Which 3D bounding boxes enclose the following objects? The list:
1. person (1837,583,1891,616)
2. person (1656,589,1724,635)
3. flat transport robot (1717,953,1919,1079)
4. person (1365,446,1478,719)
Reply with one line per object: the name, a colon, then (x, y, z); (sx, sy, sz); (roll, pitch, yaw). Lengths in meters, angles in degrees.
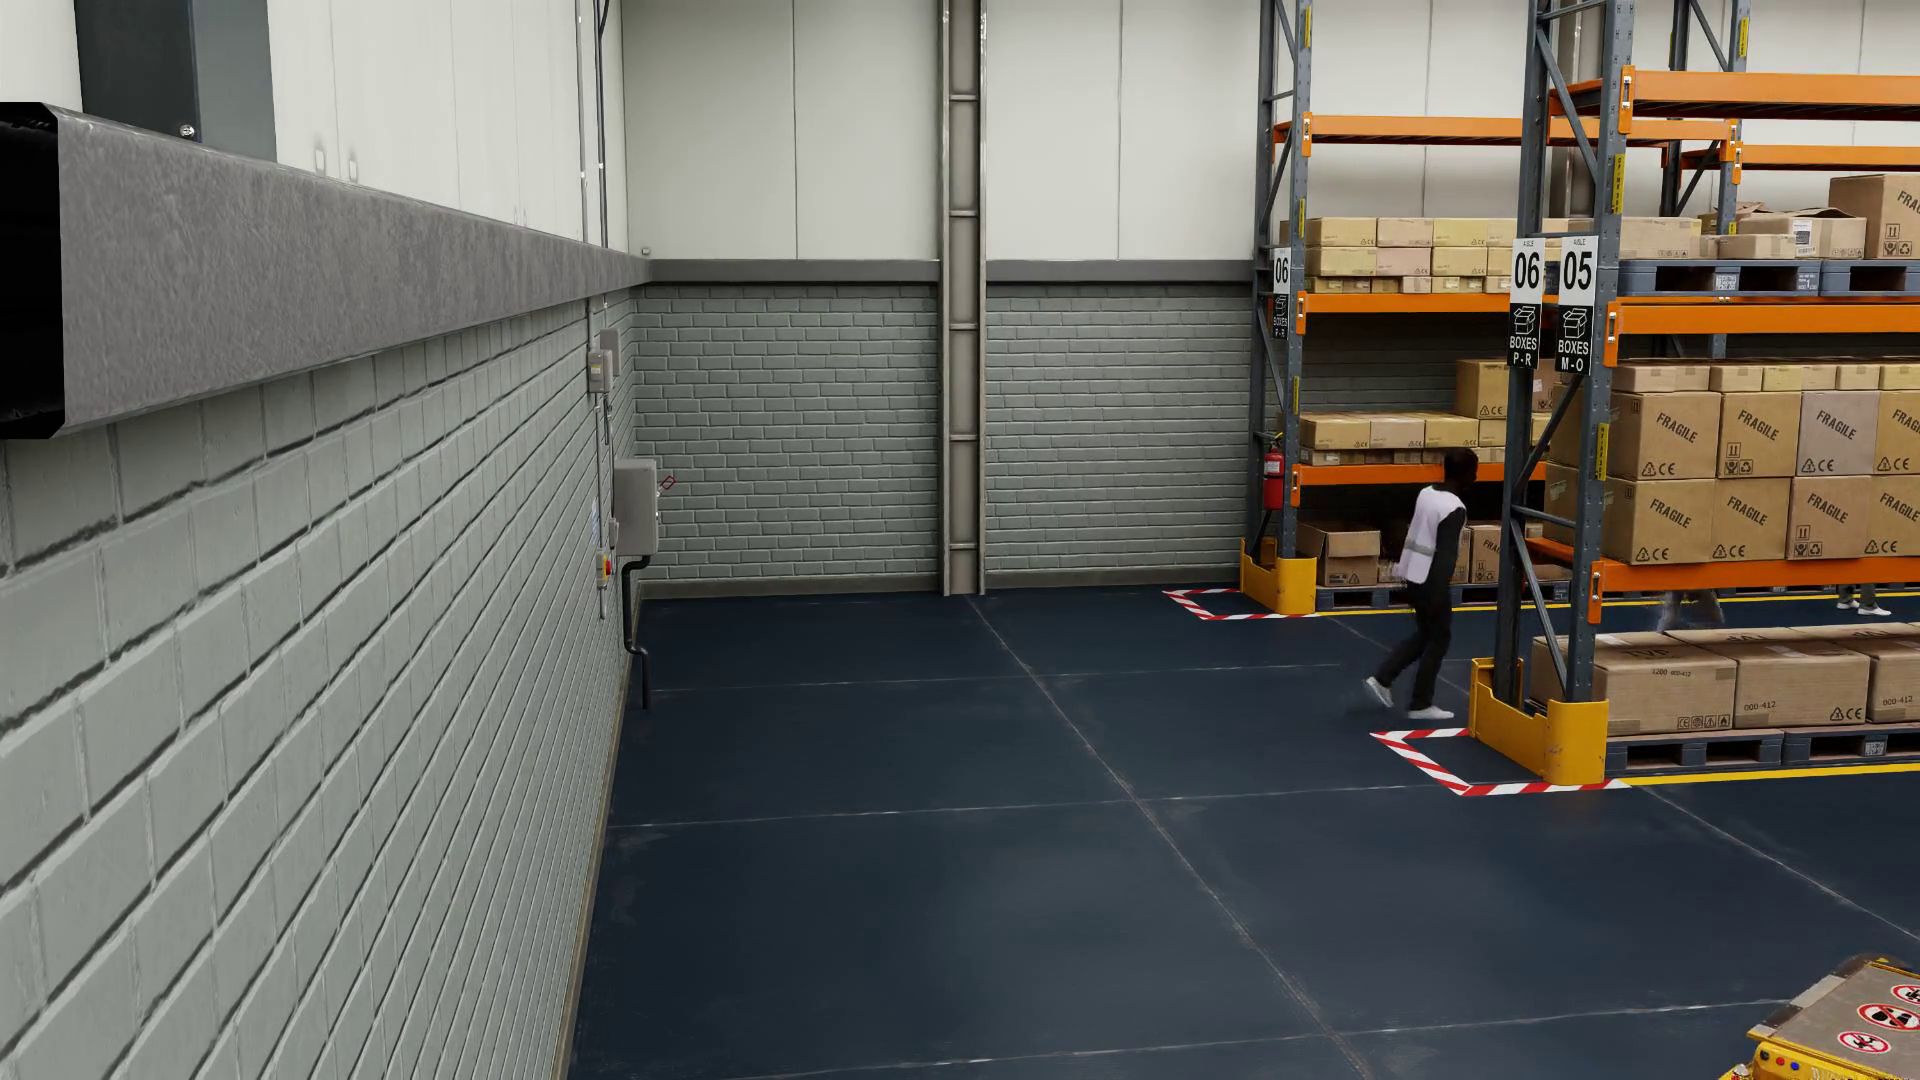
person: (8.058, -0.289, 14.675); (0.403, 1.919, 0.588); (-2, 9, -10)
person: (5.237, 0.214, 11.778); (0.781, 1.840, 0.523); (-2, 9, -13)
flat transport robot: (3.457, 1.900, 6.218); (1.431, 0.197, 0.652); (-8, 12, -41)
person: (3.138, 0.294, 11.208); (0.607, 1.876, 0.610); (-1, 9, -6)
